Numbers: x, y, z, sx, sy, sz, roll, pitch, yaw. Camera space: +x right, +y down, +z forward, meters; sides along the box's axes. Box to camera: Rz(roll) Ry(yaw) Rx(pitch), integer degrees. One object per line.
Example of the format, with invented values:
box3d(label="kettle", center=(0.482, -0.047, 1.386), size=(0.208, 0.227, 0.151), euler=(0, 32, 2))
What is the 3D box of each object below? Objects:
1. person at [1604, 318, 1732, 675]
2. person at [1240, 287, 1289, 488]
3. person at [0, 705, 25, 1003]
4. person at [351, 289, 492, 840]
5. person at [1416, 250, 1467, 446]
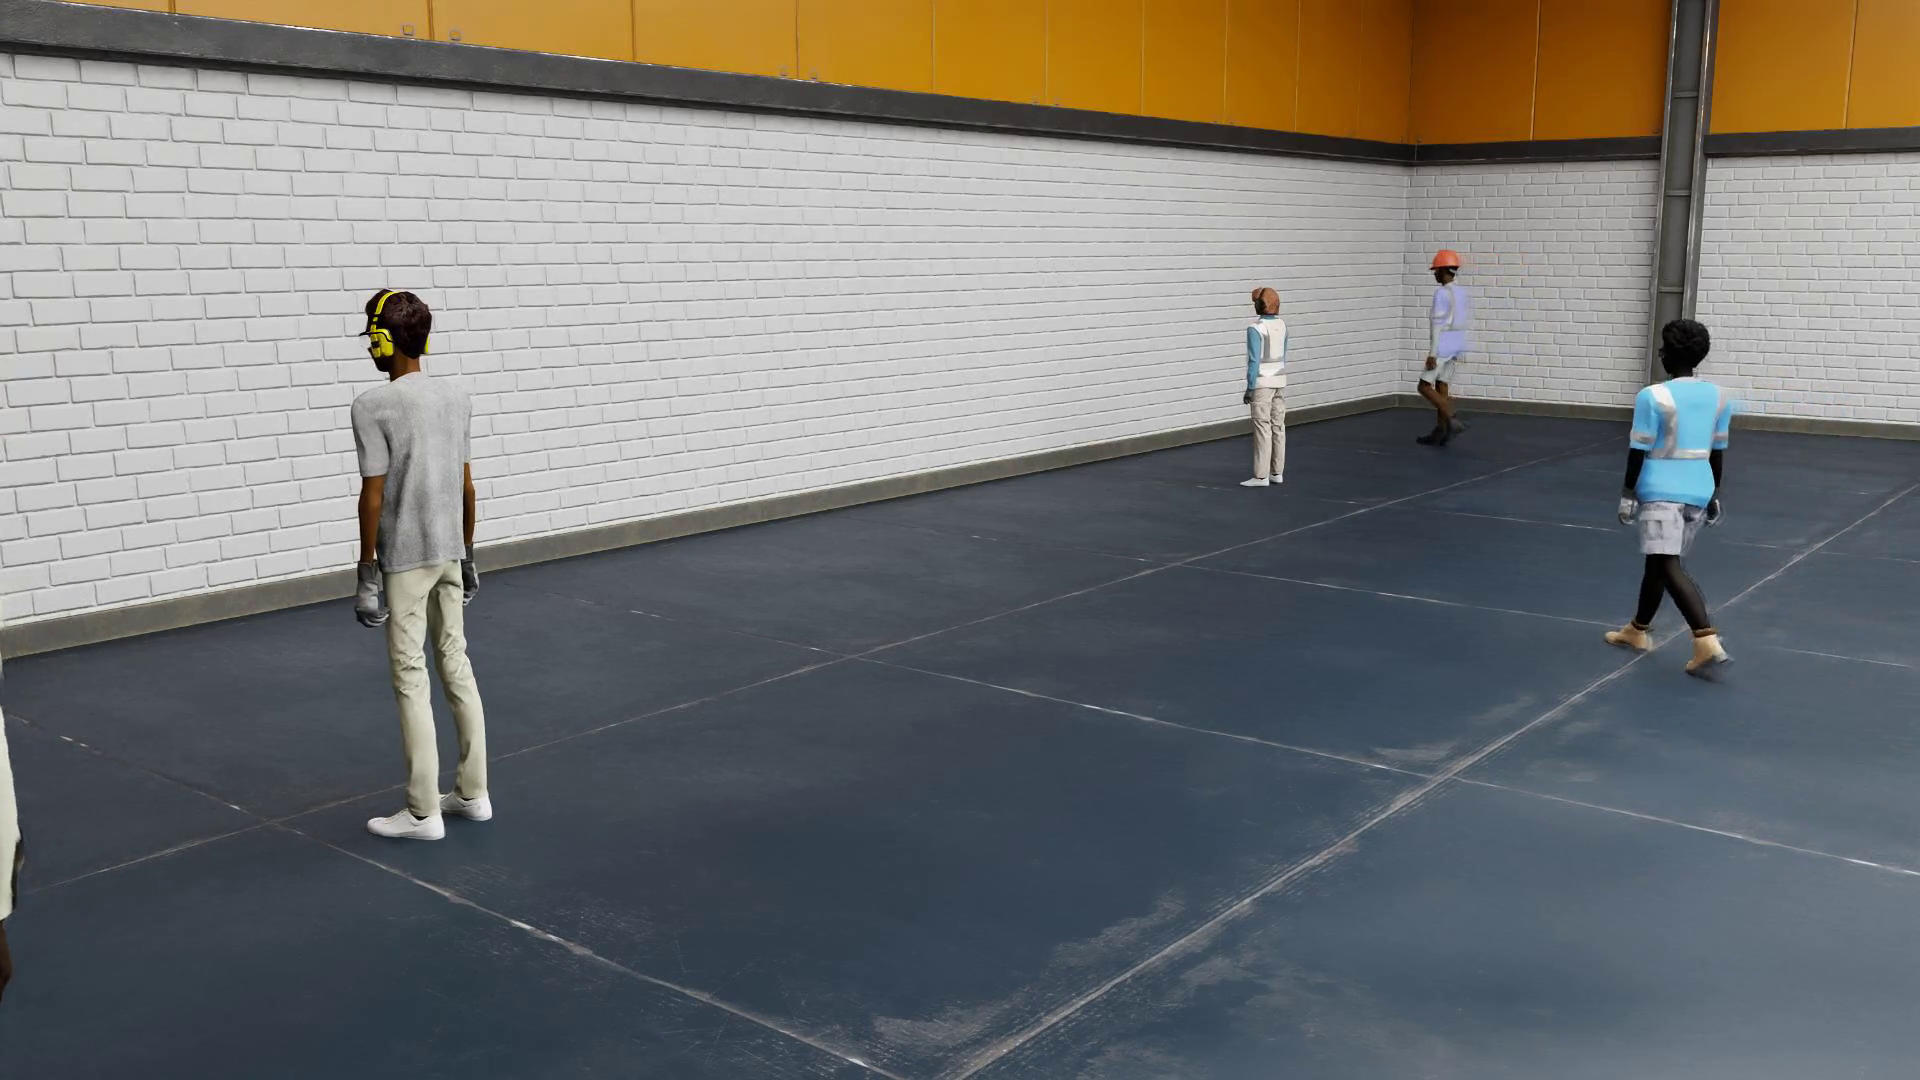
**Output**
box3d(label="person", center=(3.403, -0.214, 7.864), size=(0.533, 1.660, 0.831), euler=(-4, 11, -22))
box3d(label="person", center=(2.504, -1.245, 13.639), size=(0.314, 1.641, 0.515), euler=(10, 14, 43))
box3d(label="person", center=(-1.718, 0.602, 2.458), size=(0.497, 1.980, 0.650), euler=(9, 14, 41))
box3d(label="person", center=(-1.841, 0.088, 5.658), size=(0.324, 1.862, 0.511), euler=(5, 12, 27))
box3d(label="person", center=(4.735, -1.862, 16.258), size=(0.448, 1.926, 0.575), euler=(8, 13, 39))
